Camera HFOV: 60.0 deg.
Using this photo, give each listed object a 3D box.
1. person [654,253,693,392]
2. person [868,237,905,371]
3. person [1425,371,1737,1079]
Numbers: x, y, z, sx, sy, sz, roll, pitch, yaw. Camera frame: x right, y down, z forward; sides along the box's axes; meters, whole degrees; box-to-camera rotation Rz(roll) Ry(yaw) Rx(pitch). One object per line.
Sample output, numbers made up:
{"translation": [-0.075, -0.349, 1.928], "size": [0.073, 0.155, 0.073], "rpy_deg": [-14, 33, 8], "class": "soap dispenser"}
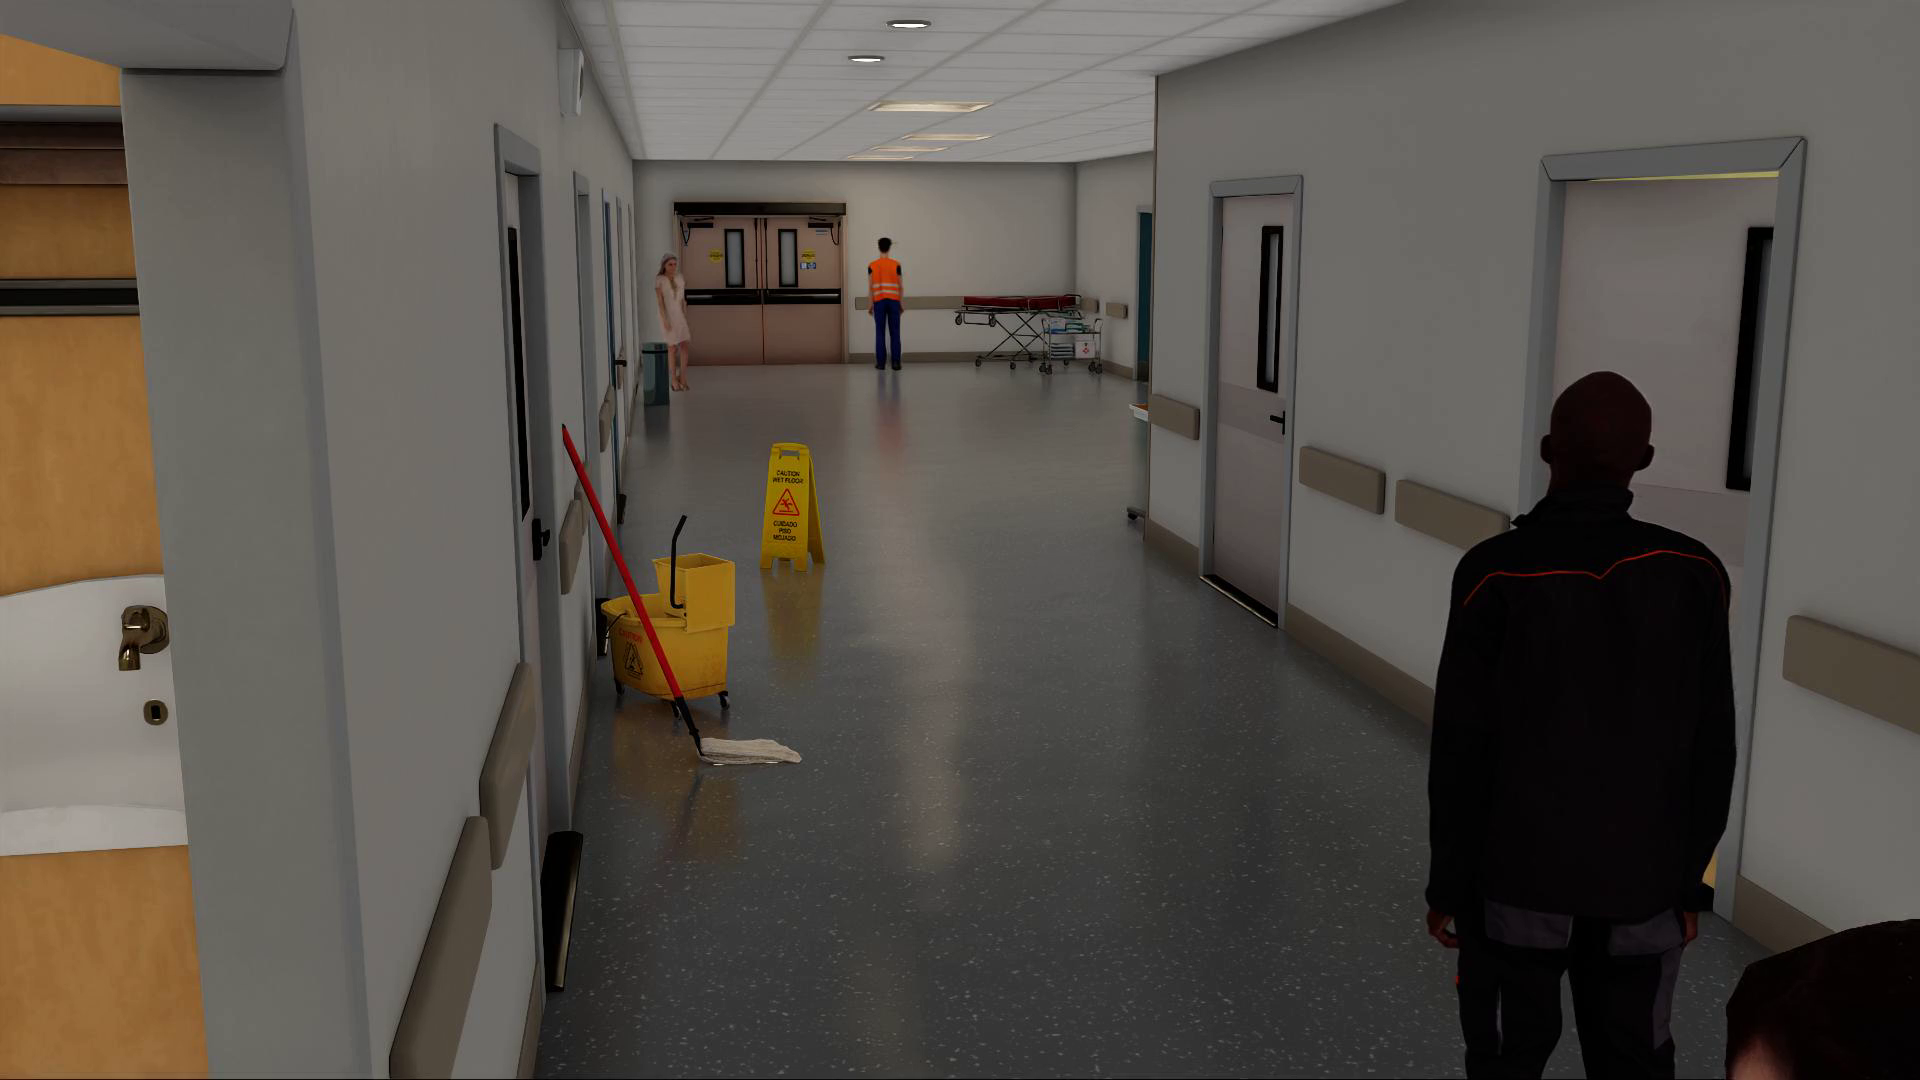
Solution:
{"translation": [-3.633, -2.678, 20.599], "size": [0.741, 1.711, 0.762], "rpy_deg": [-10, 15, -43], "class": "person"}
{"translation": [-1.058, -3.403, 23.942], "size": [0.702, 1.888, 0.654], "rpy_deg": [-1, 11, -3], "class": "person"}
{"translation": [1.113, 0.599, 3.023], "size": [0.750, 1.825, 0.683], "rpy_deg": [1, 11, 5], "class": "person"}
